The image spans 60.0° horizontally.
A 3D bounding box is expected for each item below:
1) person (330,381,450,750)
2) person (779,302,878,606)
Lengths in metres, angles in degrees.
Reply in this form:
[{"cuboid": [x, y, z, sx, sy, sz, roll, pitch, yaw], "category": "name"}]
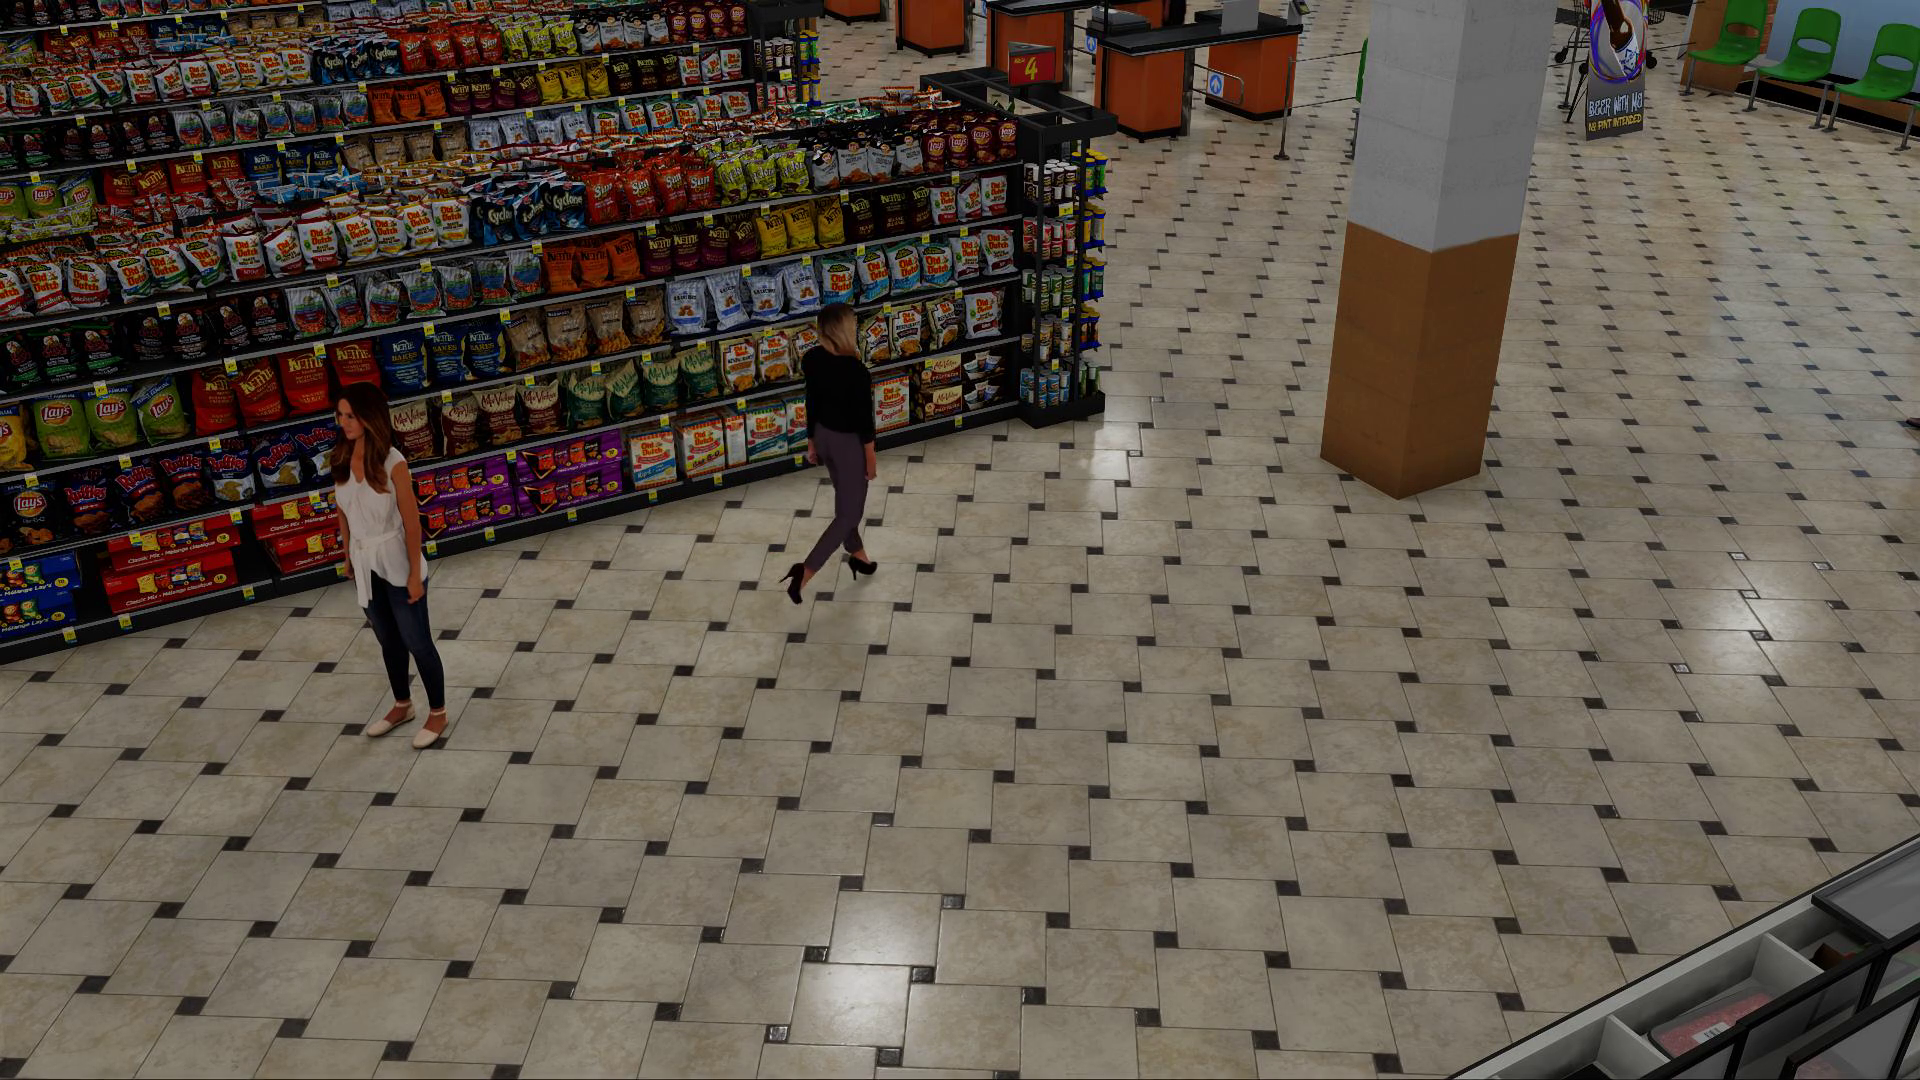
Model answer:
[{"cuboid": [-2.579, 0.117, 7.526, 0.675, 1.785, 0.701, 13, 31, 22], "category": "person"}, {"cuboid": [-0.671, -0.405, 8.628, 0.813, 1.646, 1.069, 23, 36, 35], "category": "person"}]
